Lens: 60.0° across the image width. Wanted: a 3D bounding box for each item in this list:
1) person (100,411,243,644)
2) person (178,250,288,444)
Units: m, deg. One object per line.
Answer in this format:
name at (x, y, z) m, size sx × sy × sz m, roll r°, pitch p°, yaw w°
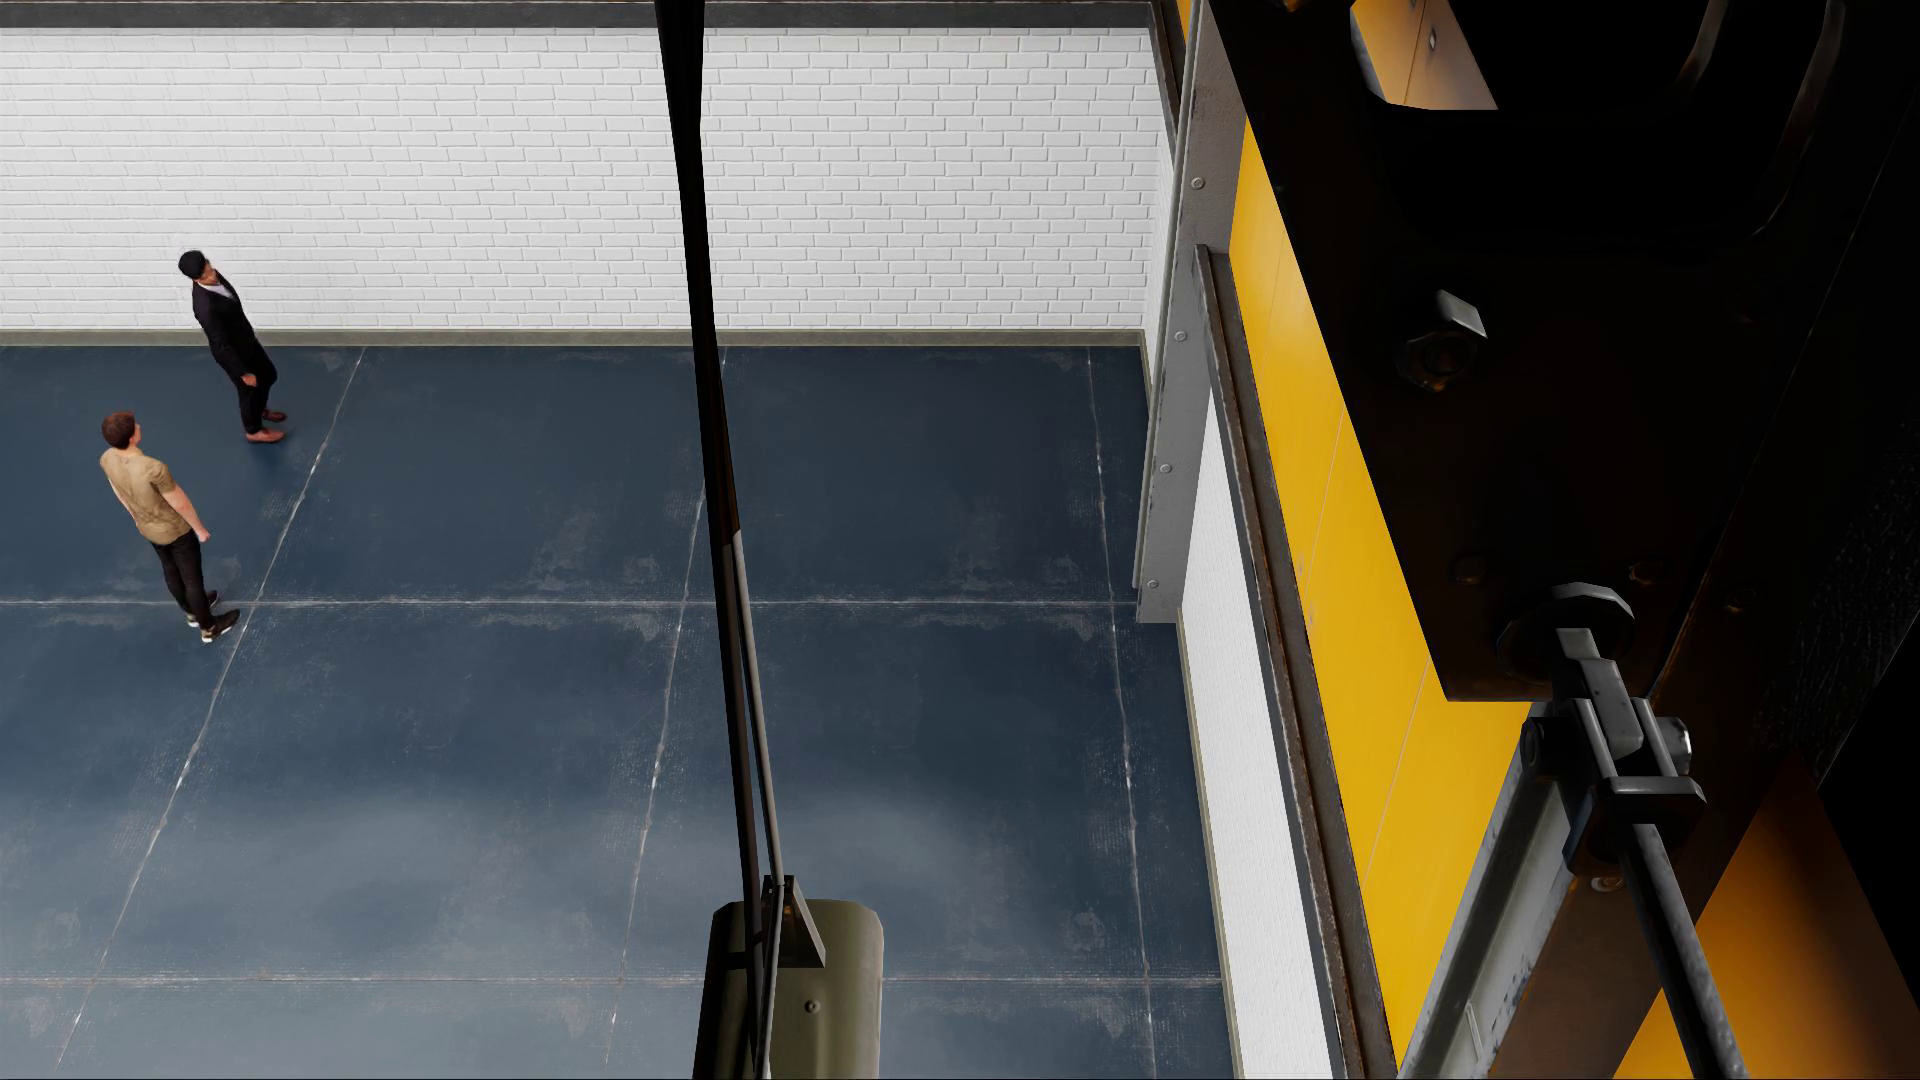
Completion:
person at (-5.209, -0.081, 10.853) m, size 0.762 × 1.855 × 0.768 m, roll 14°, pitch 45°, yaw 14°
person at (-5.370, -1.382, 12.300) m, size 0.892 × 1.743 × 0.601 m, roll -15°, pitch 46°, yaw -15°
